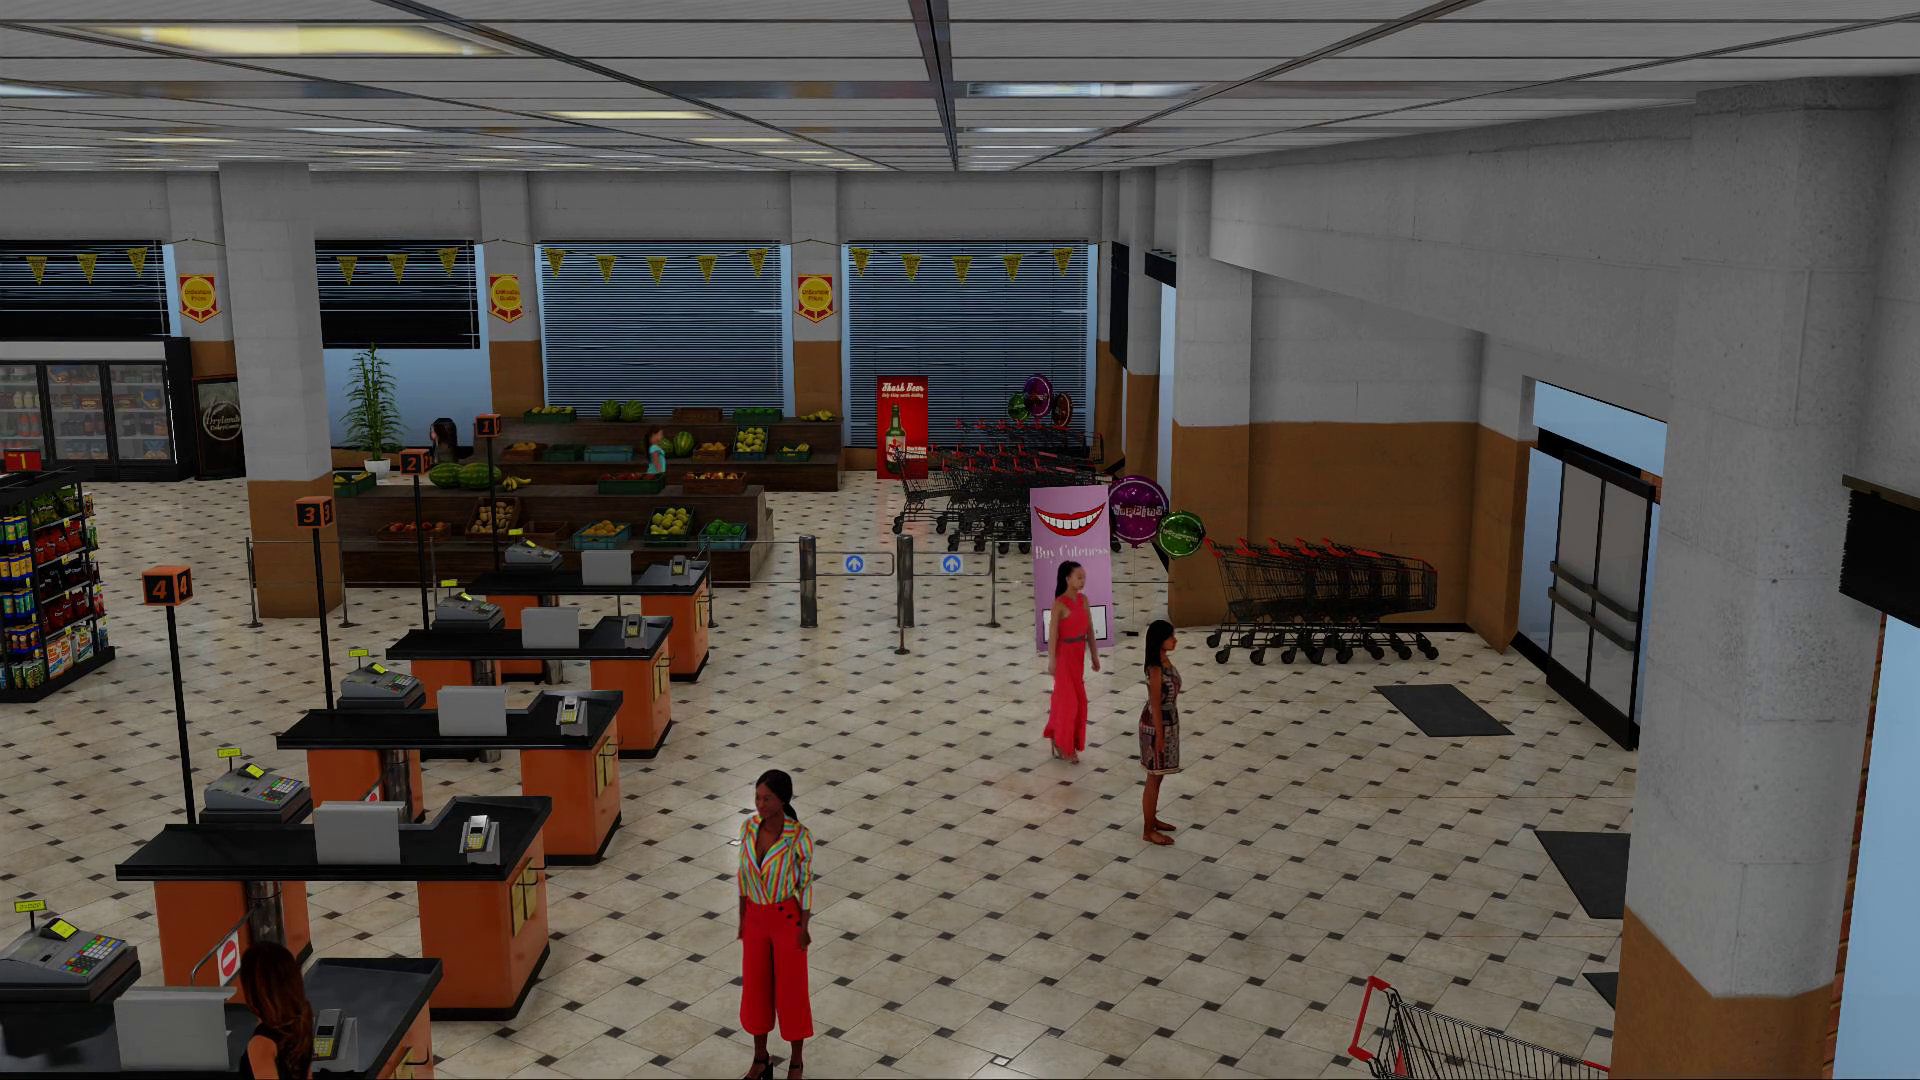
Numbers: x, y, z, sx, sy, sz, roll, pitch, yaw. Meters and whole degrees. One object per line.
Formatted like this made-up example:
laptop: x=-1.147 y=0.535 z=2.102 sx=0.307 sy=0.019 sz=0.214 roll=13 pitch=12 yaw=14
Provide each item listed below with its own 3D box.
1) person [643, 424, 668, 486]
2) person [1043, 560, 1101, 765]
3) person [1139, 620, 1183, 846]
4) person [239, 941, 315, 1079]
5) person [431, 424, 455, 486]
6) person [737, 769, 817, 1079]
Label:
person: x=-4.278 y=-0.831 z=22.971 sx=0.619 sy=1.545 sz=0.588 roll=-3 pitch=12 yaw=-12
person: x=0.846 y=1.006 z=13.844 sx=0.888 sy=1.711 sz=0.823 roll=10 pitch=16 yaw=41
person: x=1.454 y=1.384 z=12.205 sx=0.600 sy=1.645 sz=0.693 roll=3 pitch=12 yaw=12
person: x=-2.667 y=2.458 z=6.647 sx=0.537 sy=1.834 sz=0.593 roll=1 pitch=12 yaw=4
person: x=-7.251 y=-0.912 z=23.550 sx=0.736 sy=1.464 sz=0.716 roll=-6 pitch=13 yaw=-25
person: x=-0.962 y=2.049 z=8.693 sx=0.586 sy=1.792 sz=0.733 roll=4 pitch=13 yaw=20
